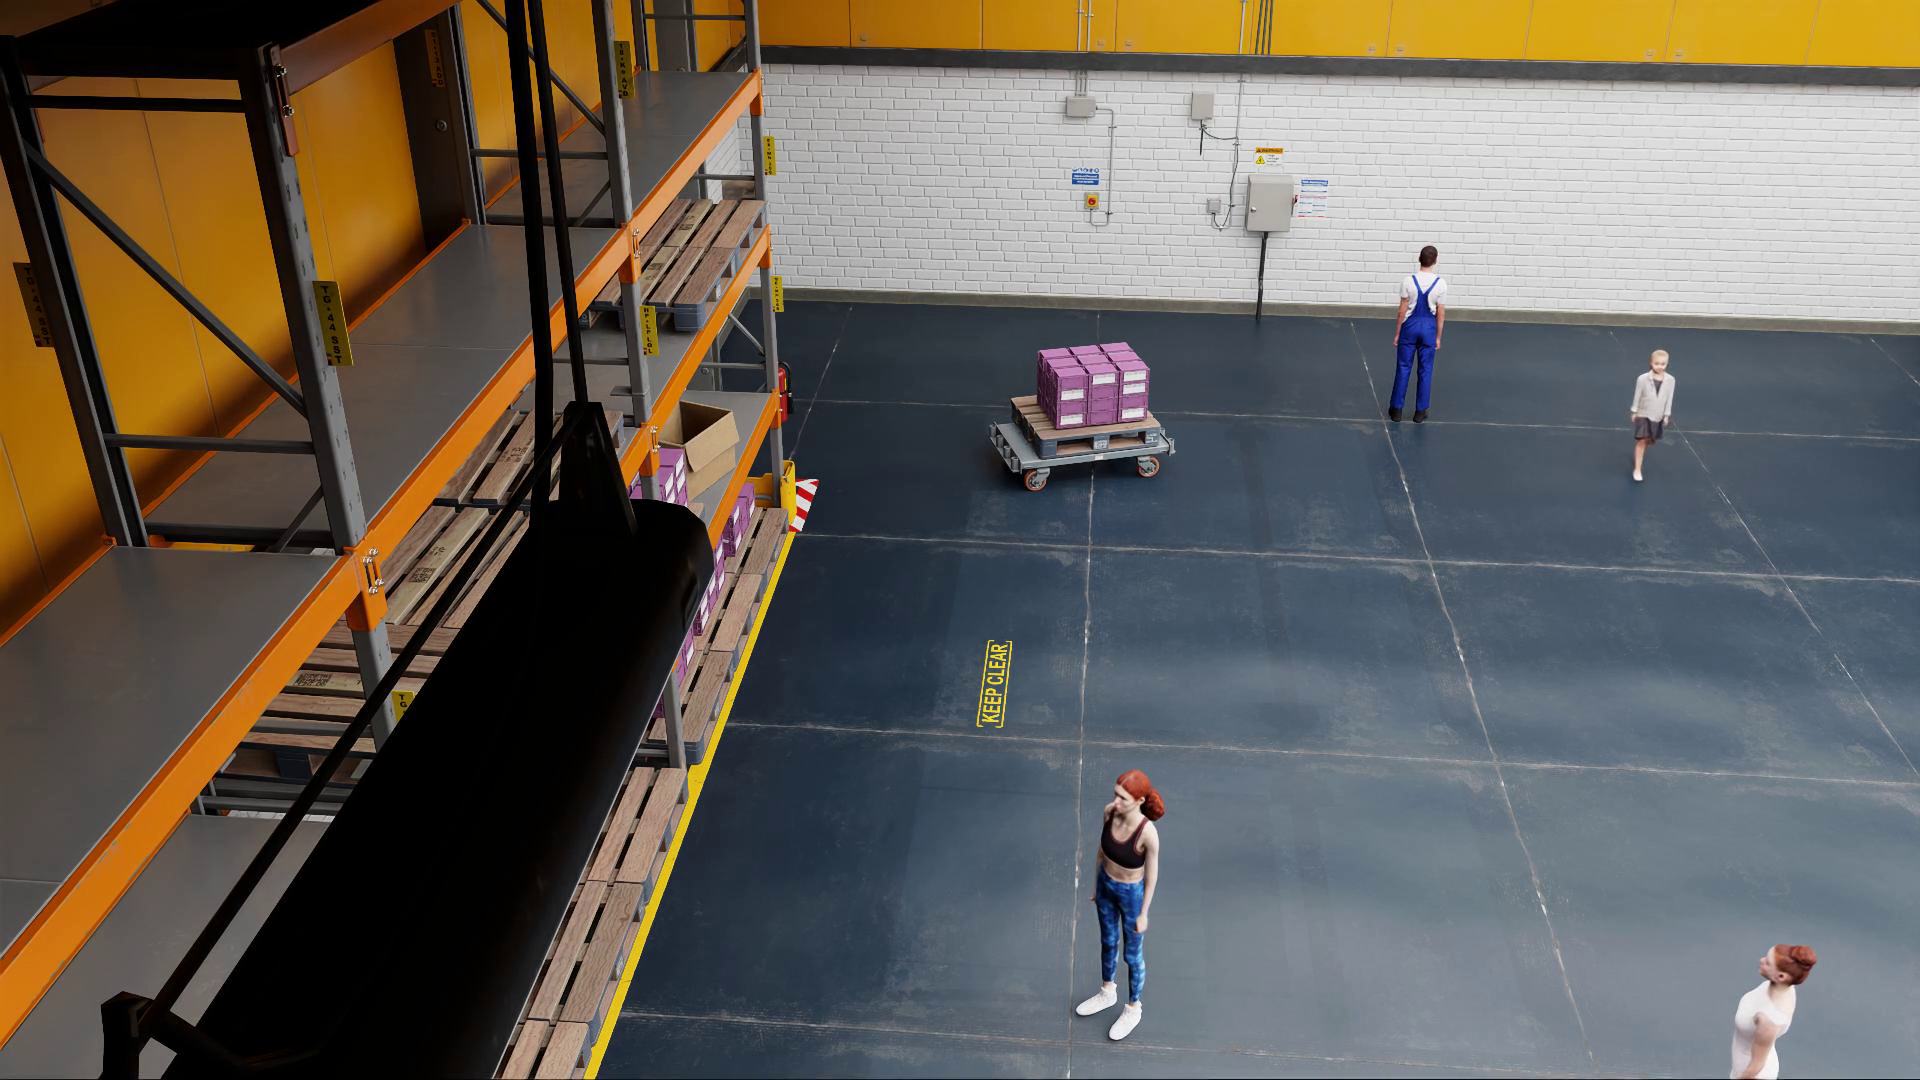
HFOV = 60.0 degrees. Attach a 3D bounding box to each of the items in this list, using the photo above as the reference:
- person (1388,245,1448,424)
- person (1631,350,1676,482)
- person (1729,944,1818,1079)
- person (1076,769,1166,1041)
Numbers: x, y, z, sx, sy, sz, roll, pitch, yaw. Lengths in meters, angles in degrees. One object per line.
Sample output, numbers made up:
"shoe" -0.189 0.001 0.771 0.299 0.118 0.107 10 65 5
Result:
"person" 4.663 -2.105 16.959 0.663 1.849 0.611 7 29 12
"person" 6.630 -1.233 15.977 0.547 1.258 0.822 5 29 9
"person" 3.935 2.676 8.256 0.701 1.791 0.571 17 33 28
"person" 0.923 2.043 9.421 0.746 1.785 0.688 -23 36 -36
